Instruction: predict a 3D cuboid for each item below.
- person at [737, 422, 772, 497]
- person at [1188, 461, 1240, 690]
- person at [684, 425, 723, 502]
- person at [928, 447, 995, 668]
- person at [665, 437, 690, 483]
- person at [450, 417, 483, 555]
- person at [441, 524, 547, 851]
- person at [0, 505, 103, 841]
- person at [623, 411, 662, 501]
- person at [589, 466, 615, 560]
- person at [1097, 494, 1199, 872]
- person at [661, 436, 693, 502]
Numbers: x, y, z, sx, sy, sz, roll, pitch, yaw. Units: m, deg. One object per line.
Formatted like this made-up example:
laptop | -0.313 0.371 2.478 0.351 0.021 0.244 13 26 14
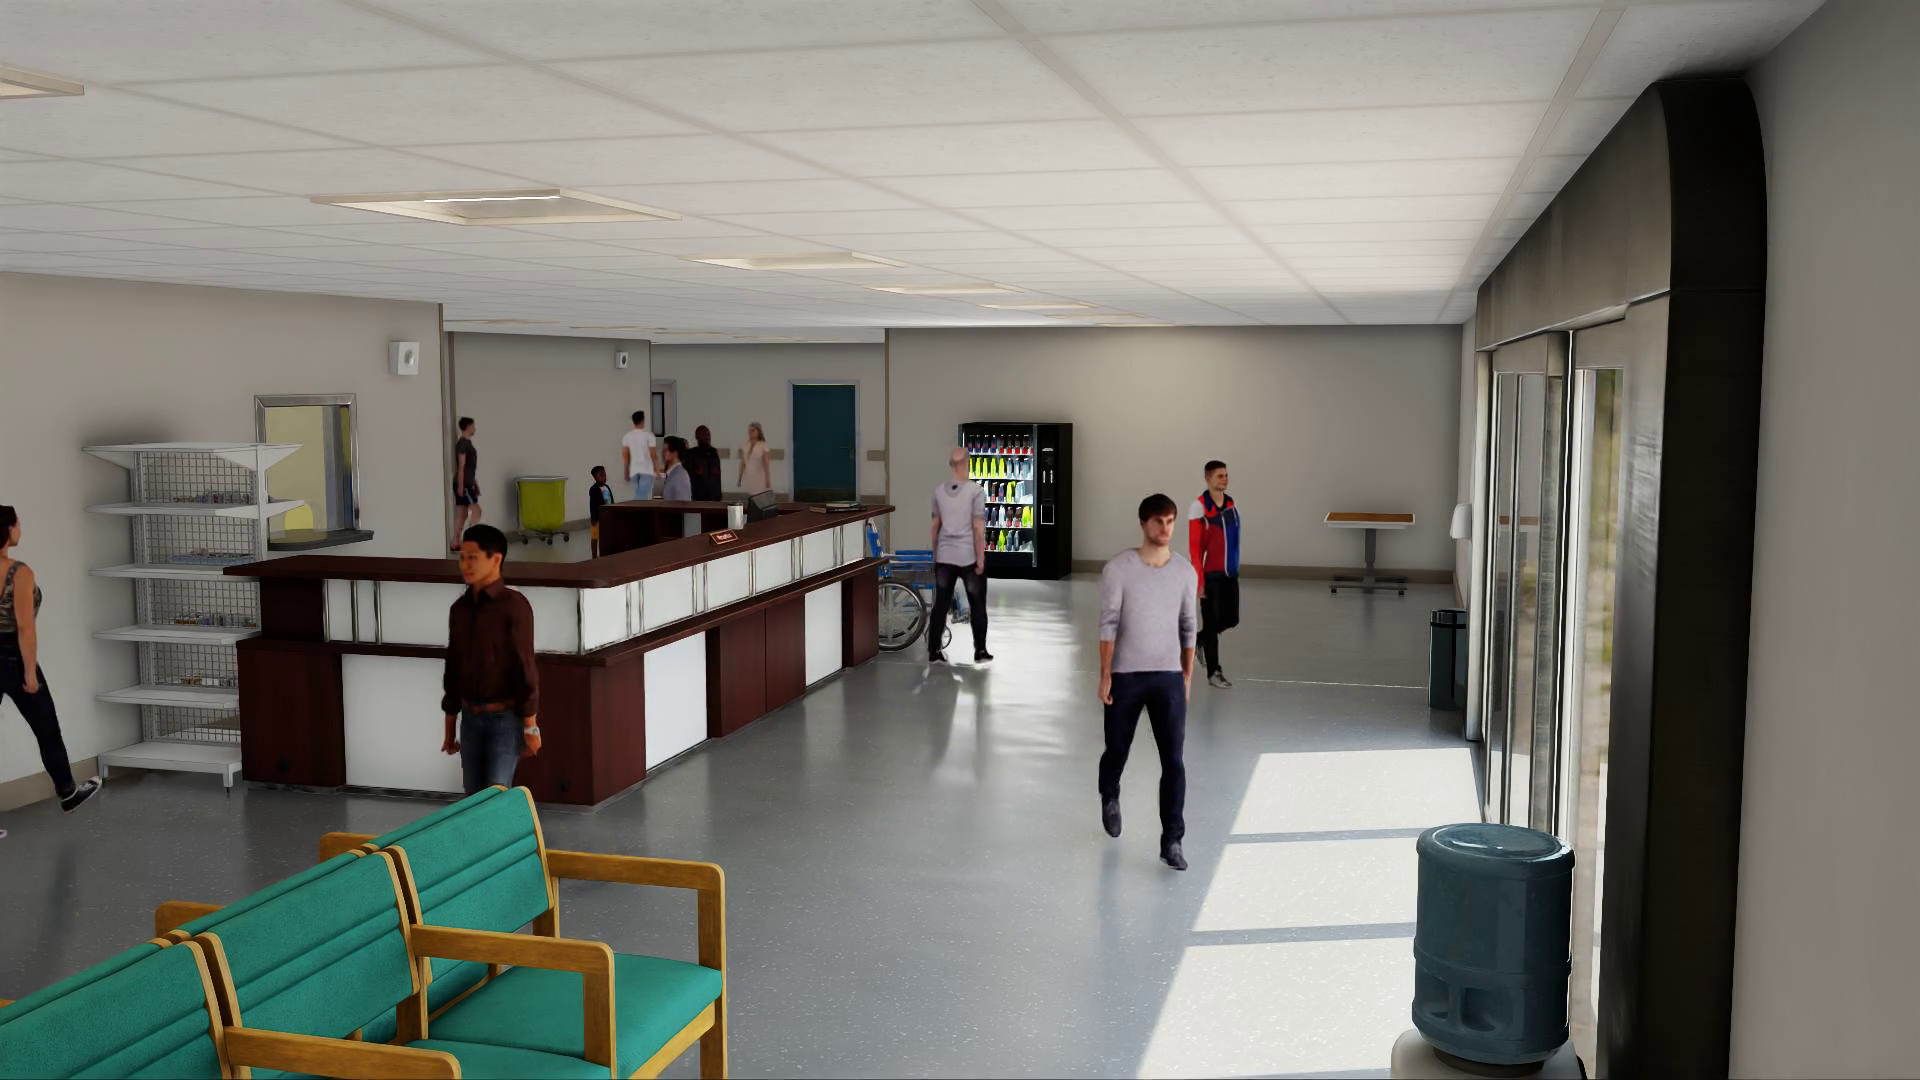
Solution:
person | -2.890 -0.810 23.946 1.146 1.686 0.877 4 7 31
person | 1.951 0.262 13.004 0.987 1.742 1.048 -3 7 -30
person | -3.059 -0.463 19.795 0.766 1.825 0.791 5 8 41
person | -0.050 0.169 13.580 1.043 1.811 0.855 3 6 24
person | -3.311 -0.399 19.922 0.560 1.673 0.668 1 6 12
person | -6.740 -0.716 22.308 0.912 1.827 0.857 -1 6 -6
person | -2.018 0.812 7.416 0.741 1.767 0.811 3 6 28
person | -4.957 0.724 8.492 1.076 1.726 0.735 1 6 10
person | -4.848 -0.994 25.118 1.163 1.817 0.835 2 6 21
person | -4.561 -0.312 21.068 0.567 1.271 0.555 3 6 26
person | 0.908 0.689 8.388 1.121 1.817 0.955 0 6 -4
person | -2.561 -0.043 15.642 1.285 1.821 0.975 0 6 -5
